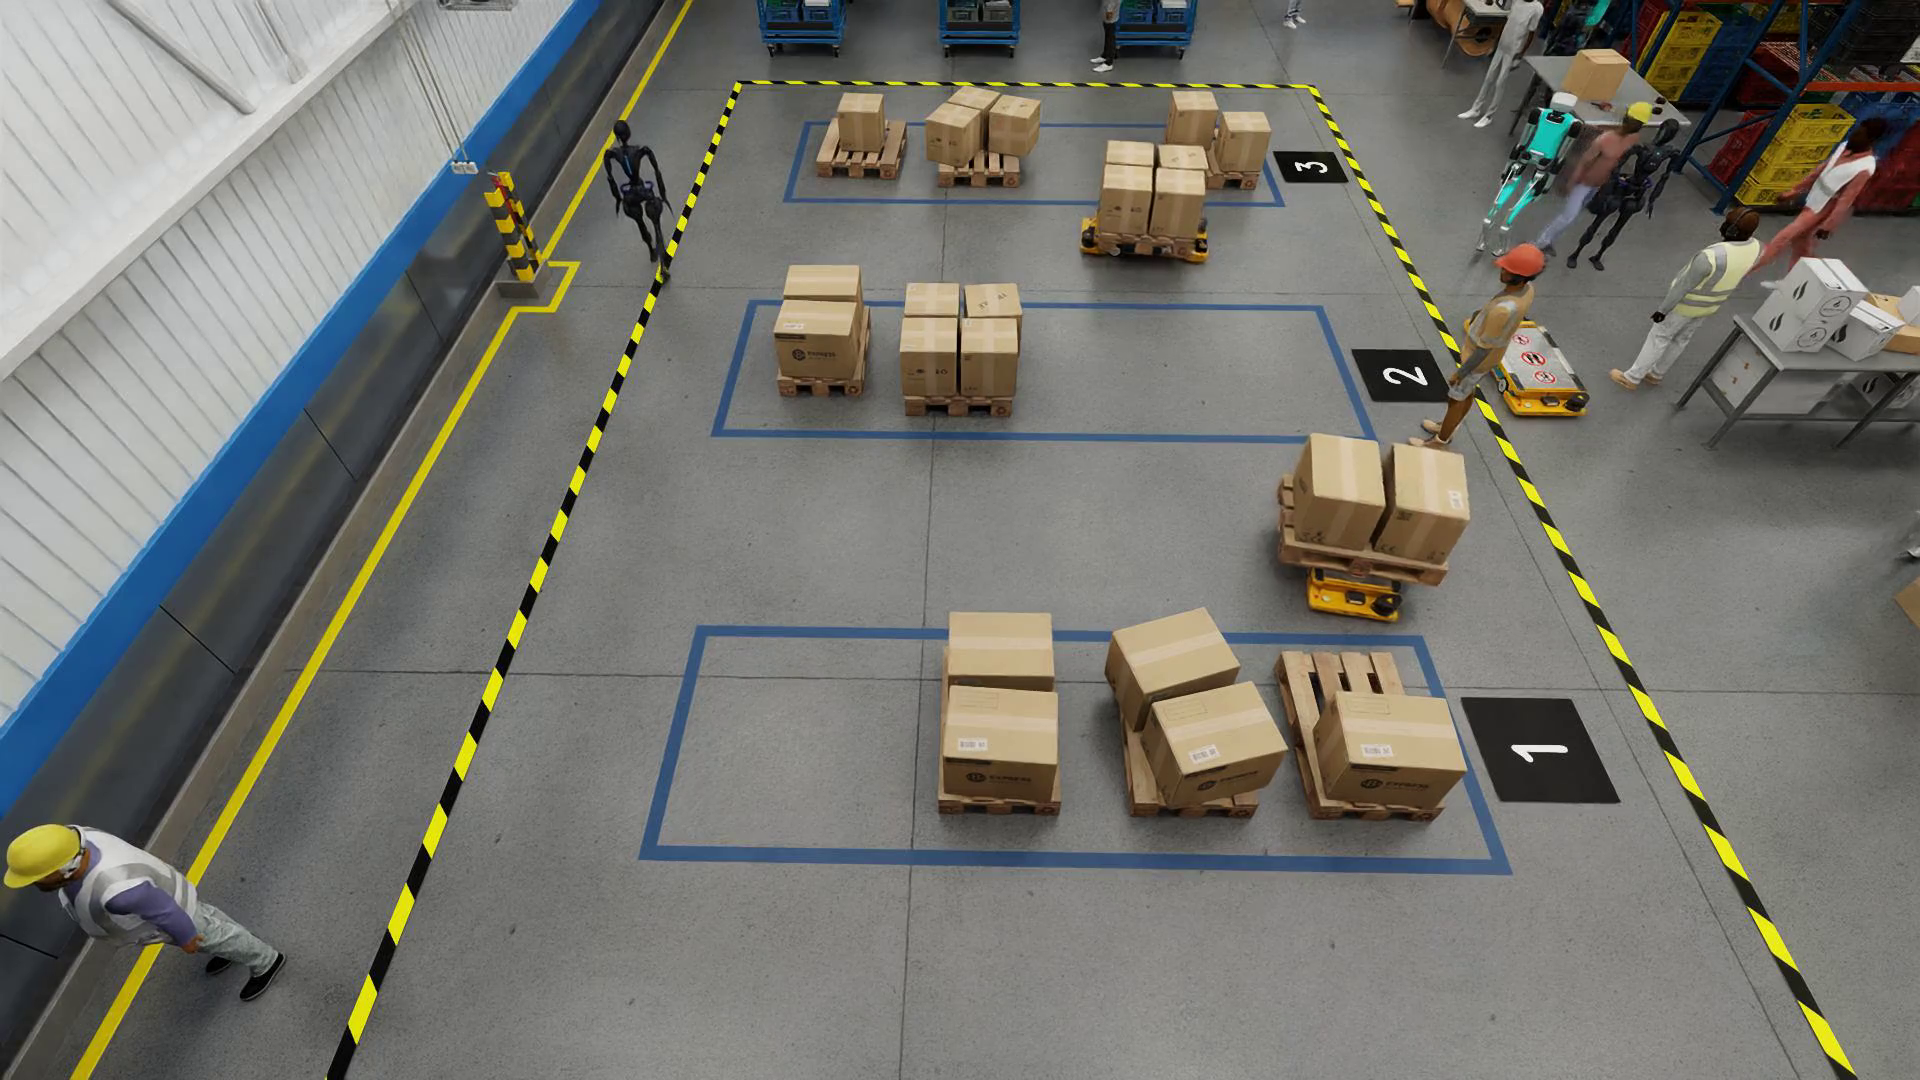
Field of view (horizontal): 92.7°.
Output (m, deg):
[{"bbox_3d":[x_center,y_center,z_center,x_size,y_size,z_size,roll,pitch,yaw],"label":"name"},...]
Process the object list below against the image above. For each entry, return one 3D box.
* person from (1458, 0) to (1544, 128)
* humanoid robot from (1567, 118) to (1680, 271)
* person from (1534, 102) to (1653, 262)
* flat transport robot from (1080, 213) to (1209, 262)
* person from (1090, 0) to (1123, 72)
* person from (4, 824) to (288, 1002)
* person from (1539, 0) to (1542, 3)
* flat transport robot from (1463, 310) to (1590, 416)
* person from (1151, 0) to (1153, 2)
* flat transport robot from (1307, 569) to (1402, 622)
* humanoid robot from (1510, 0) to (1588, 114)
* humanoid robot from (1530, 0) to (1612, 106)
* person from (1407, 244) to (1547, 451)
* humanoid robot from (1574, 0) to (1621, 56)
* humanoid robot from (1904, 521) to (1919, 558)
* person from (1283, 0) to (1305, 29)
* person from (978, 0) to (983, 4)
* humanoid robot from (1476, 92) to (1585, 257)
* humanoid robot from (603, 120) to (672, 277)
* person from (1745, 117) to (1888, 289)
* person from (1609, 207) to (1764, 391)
[{"bbox_3d":[7.165,-6.392,12.012,0.336,1.864,0.517,-15,51,-12],"label":"person"},{"bbox_3d":[7.108,-3.652,9.754,0.599,1.655,0.315,10,50,8],"label":"humanoid robot"},{"bbox_3d":[6.806,-3.854,9.899,0.557,1.734,0.423,-16,51,-13],"label":"person"},{"bbox_3d":[2.127,-3.523,10.564,1.431,0.197,0.652,7,49,6],"label":"flat transport robot"},{"bbox_3d":[2.145,-7.764,13.209,0.388,1.850,0.587,1,49,0],"label":"person"},{"bbox_3d":[-4.231,1.951,4.807,0.590,1.837,0.404,23,53,19],"label":"person"},{"bbox_3d":[8.580,-8.406,13.637,0.370,2.042,0.613,-35,57,-26],"label":"person"},{"bbox_3d":[5.573,-1.757,9.054,0.659,0.231,1.431,1,49,1],"label":"flat transport robot"},{"bbox_3d":[2.925,-8.823,14.092,0.477,1.907,0.546,5,49,4],"label":"person"},{"bbox_3d":[3.195,0.005,7.511,0.652,0.197,1.431,9,50,8],"label":"flat transport robot"},{"bbox_3d":[7.989,-6.470,12.230,0.600,1.669,0.586,-1,49,-1],"label":"humanoid robot"},{"bbox_3d":[8.212,-6.789,12.499,0.555,1.884,0.738,-29,55,-23],"label":"humanoid robot"},{"bbox_3d":[4.340,-1.552,7.703,0.373,2.046,0.604,36,58,27],"label":"person"},{"bbox_3d":[9.662,-8.123,13.657,0.621,1.651,0.610,-14,51,-12],"label":"humanoid robot"},{"bbox_3d":[7.832,-0.438,6.947,0.754,1.798,0.538,-9,50,-8],"label":"humanoid robot"},{"bbox_3d":[5.478,-9.010,14.357,0.309,1.740,0.493,35,58,26],"label":"person"},{"bbox_3d":[0.175,-9.240,14.514,0.645,1.802,0.577,21,52,18],"label":"person"},{"bbox_3d":[5.967,-3.811,9.769,0.735,1.681,0.533,-35,58,-26],"label":"humanoid robot"},{"bbox_3d":[-3.416,-3.610,9.748,0.597,1.642,0.722,-8,50,-7],"label":"humanoid robot"},{"bbox_3d":[8.690,-3.412,9.425,0.987,1.873,0.608,15,51,13],"label":"person"},{"bbox_3d":[6.650,-2.156,8.369,0.628,1.835,0.429,-11,50,-10],"label":"person"}]
